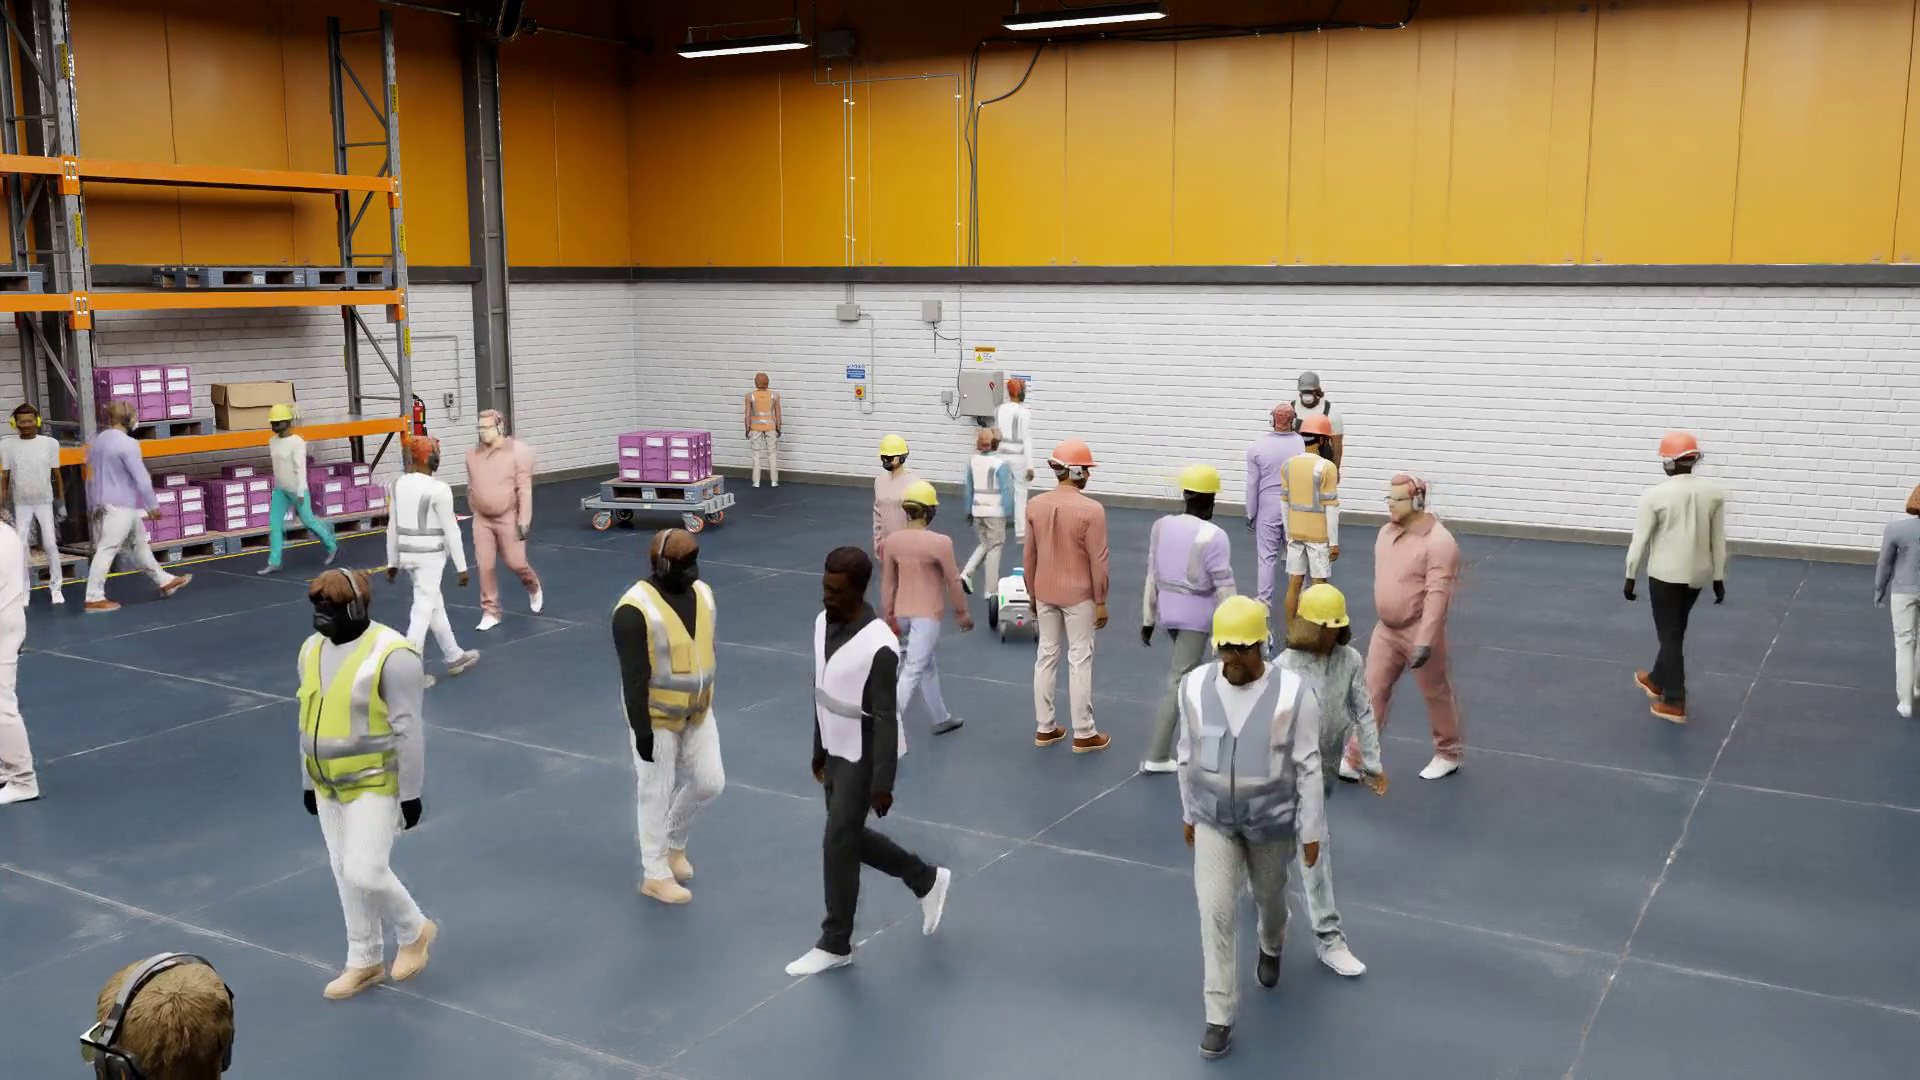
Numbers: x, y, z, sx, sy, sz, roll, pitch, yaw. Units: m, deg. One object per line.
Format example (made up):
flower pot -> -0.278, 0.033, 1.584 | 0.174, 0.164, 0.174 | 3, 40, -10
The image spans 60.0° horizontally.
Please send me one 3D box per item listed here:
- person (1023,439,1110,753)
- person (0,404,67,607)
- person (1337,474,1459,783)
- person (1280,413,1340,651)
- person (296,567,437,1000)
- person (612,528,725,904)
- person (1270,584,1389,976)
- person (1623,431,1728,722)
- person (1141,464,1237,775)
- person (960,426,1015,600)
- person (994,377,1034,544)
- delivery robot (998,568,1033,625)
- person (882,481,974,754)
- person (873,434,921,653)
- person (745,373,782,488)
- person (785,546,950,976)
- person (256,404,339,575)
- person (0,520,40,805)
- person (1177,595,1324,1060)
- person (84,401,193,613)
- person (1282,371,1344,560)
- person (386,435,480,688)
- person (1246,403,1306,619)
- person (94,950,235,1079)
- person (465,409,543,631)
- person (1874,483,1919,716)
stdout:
person -> 0.688, 0.351, 10.587 | 0.612, 1.990, 0.392 | 7, 12, 38
person -> -8.470, -0.320, 15.202 | 0.512, 1.860, 0.321 | -4, 10, -25
person -> 2.615, 0.541, 9.830 | 0.992, 1.853, 0.655 | -5, 10, -28
person -> 2.799, -0.043, 13.222 | 0.362, 1.934, 0.543 | -7, 12, -39
person -> -2.509, 1.015, 6.932 | 0.652, 1.831, 0.434 | 5, 10, 29
person -> -1.393, 0.842, 8.019 | 0.432, 1.828, 0.630 | 7, 12, 38
person -> 1.564, 1.001, 7.489 | 0.492, 1.684, 0.954 | -5, 10, -29
person -> 4.867, 0.219, 11.512 | 0.649, 1.956, 0.892 | -2, 9, -11
person -> 1.466, 0.469, 10.203 | 0.973, 1.870, 0.623 | -7, 11, -36
person -> 0.260, -0.234, 15.373 | 0.411, 1.628, 0.519 | -7, 12, -39
person -> 0.613, -0.885, 18.657 | 0.389, 1.886, 0.592 | -7, 11, -37
delivery robot -> 0.494, 0.477, 13.975 | 0.477, 0.478, 0.707 | 0, 9, 0
person -> -0.276, 0.483, 10.627 | 0.530, 1.716, 0.937 | 8, 12, 41
person -> -0.508, 0.026, 13.344 | 0.518, 1.756, 0.348 | 8, 12, 40
person -> -2.784, -1.546, 23.528 | 0.523, 1.636, 0.310 | -2, 9, -11
person -> -0.397, 0.936, 7.242 | 0.748, 1.896, 0.621 | -5, 10, -28
person -> -6.771, -0.540, 16.989 | 0.531, 1.728, 0.880 | 5, 10, 28
person -> -5.583, 0.583, 9.450 | 0.567, 1.885, 0.675 | -2, 9, -14
person -> 1.173, 1.075, 6.729 | 0.597, 1.790, 0.930 | 3, 10, 20
person -> -7.510, -0.318, 15.076 | 0.628, 1.877, 1.062 | 8, 12, 41
person -> 3.678, -0.787, 17.534 | 0.698, 2.000, 0.681 | 2, 9, 15
person -> -3.835, 0.149, 12.273 | 0.612, 1.847, 0.910 | 6, 11, 32
person -> 2.814, -0.247, 14.583 | 0.639, 1.908, 0.409 | 0, 9, 3
person -> -1.277, 1.623, 2.812 | 0.372, 1.940, 0.631 | 3, 10, 20
person -> -3.934, -0.194, 14.308 | 0.643, 1.885, 0.692 | 2, 9, 11
person -> 6.666, 0.381, 11.593 | 0.523, 1.592, 0.801 | 4, 10, 25
